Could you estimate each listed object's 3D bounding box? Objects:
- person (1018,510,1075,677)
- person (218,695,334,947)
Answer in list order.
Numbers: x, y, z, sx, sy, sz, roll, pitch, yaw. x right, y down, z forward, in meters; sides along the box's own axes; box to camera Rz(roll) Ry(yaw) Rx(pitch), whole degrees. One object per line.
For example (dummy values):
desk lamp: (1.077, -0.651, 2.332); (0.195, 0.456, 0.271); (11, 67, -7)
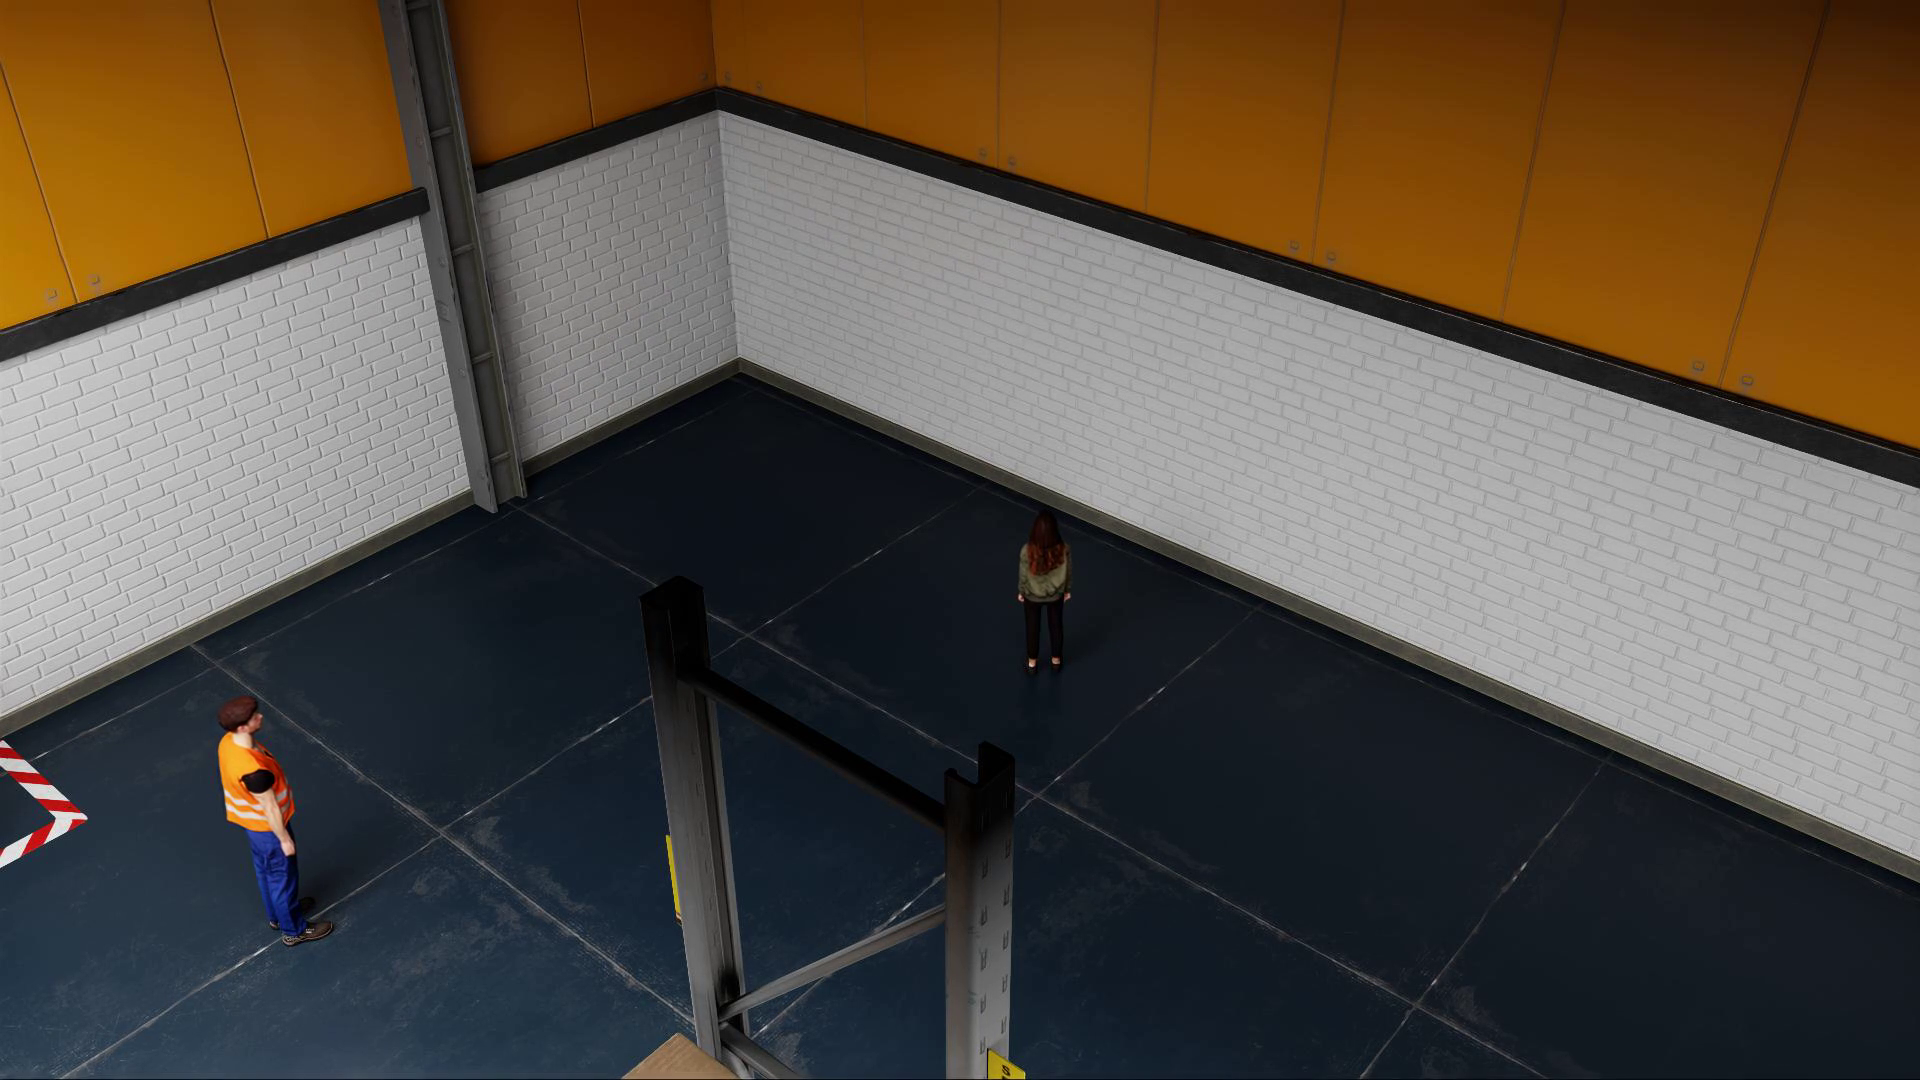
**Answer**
person: (0.654, 0.406, 12.850); (0.647, 1.475, 0.708); (-3, 34, -4)
person: (-4.368, 1.757, 10.446); (0.674, 1.884, 0.727); (-26, 41, -33)
